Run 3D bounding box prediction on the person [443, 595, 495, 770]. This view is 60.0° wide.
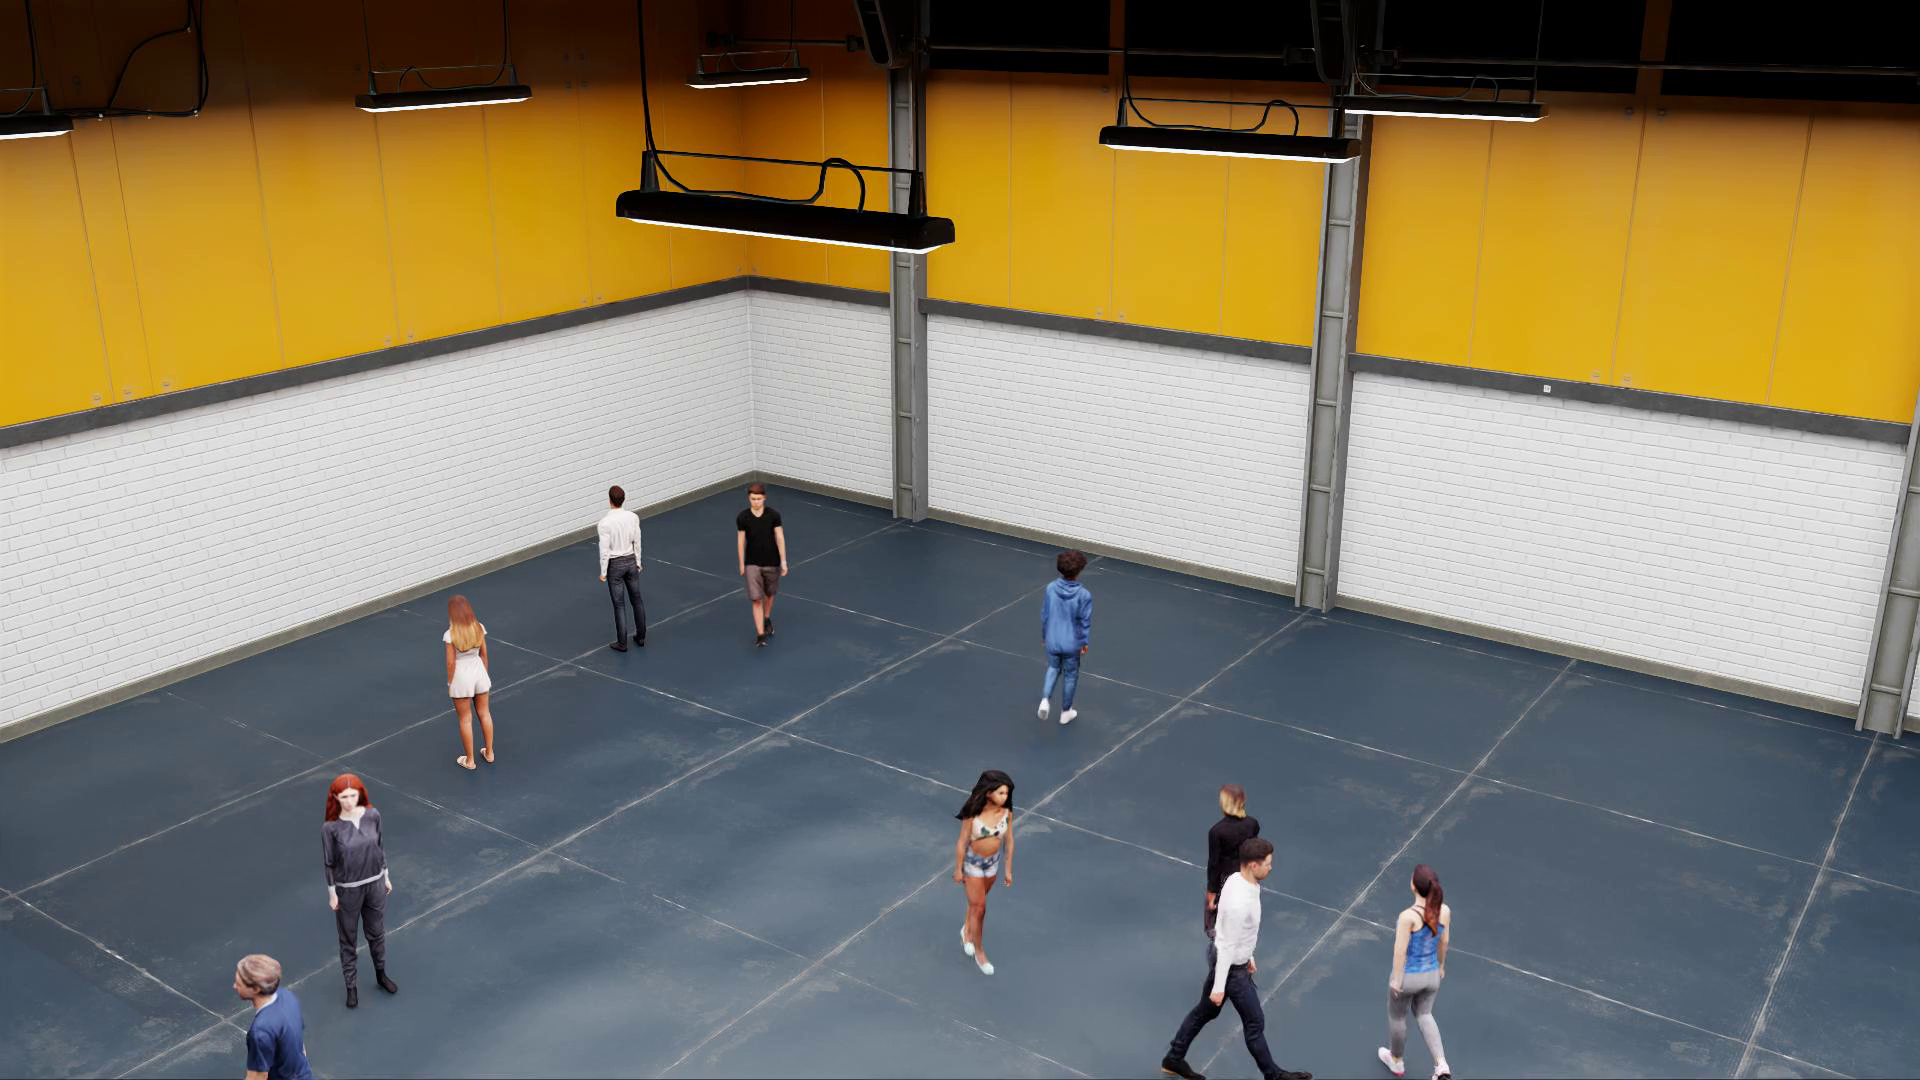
[{"bbox_3d":[-4.596,1.313,15.559,0.620,1.697,0.627,-15,24,-38],"label":"person"}]

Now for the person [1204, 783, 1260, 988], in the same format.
[{"bbox_3d":[2.000,2.558,11.923,0.791,1.659,0.902,-10,21,-27],"label":"person"}]

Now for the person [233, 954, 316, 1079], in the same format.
[{"bbox_3d":[-3.811,3.224,9.660,1.115,1.840,1.067,-4,19,-11],"label":"person"}]

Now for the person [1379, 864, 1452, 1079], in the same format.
[{"bbox_3d":[3.044,2.914,10.971,0.854,1.593,0.976,-7,20,-19],"label":"person"}]

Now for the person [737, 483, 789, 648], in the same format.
[{"bbox_3d":[-2.193,0.241,18.565,1.181,1.812,1.241,-3,19,-9],"label":"person"}]

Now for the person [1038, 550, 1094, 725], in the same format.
[{"bbox_3d":[1.000,0.998,16.346,0.754,1.793,0.804,8,20,23],"label":"person"}]

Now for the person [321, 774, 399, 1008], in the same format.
[{"bbox_3d":[-4.316,2.486,11.947,0.641,1.781,0.587,-14,23,-36],"label":"person"}]

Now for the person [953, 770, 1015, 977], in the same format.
[{"bbox_3d":[0.117,2.436,12.409,0.777,1.580,0.882,-6,19,-17],"label":"person"}]

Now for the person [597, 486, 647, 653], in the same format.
[{"bbox_3d":[-3.710,0.306,18.279,0.707,1.871,0.638,-15,24,-37],"label":"person"}]

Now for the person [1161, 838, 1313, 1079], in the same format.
[{"bbox_3d":[1.681,2.804,10.941,1.325,1.819,1.044,4,19,11],"label":"person"}]
